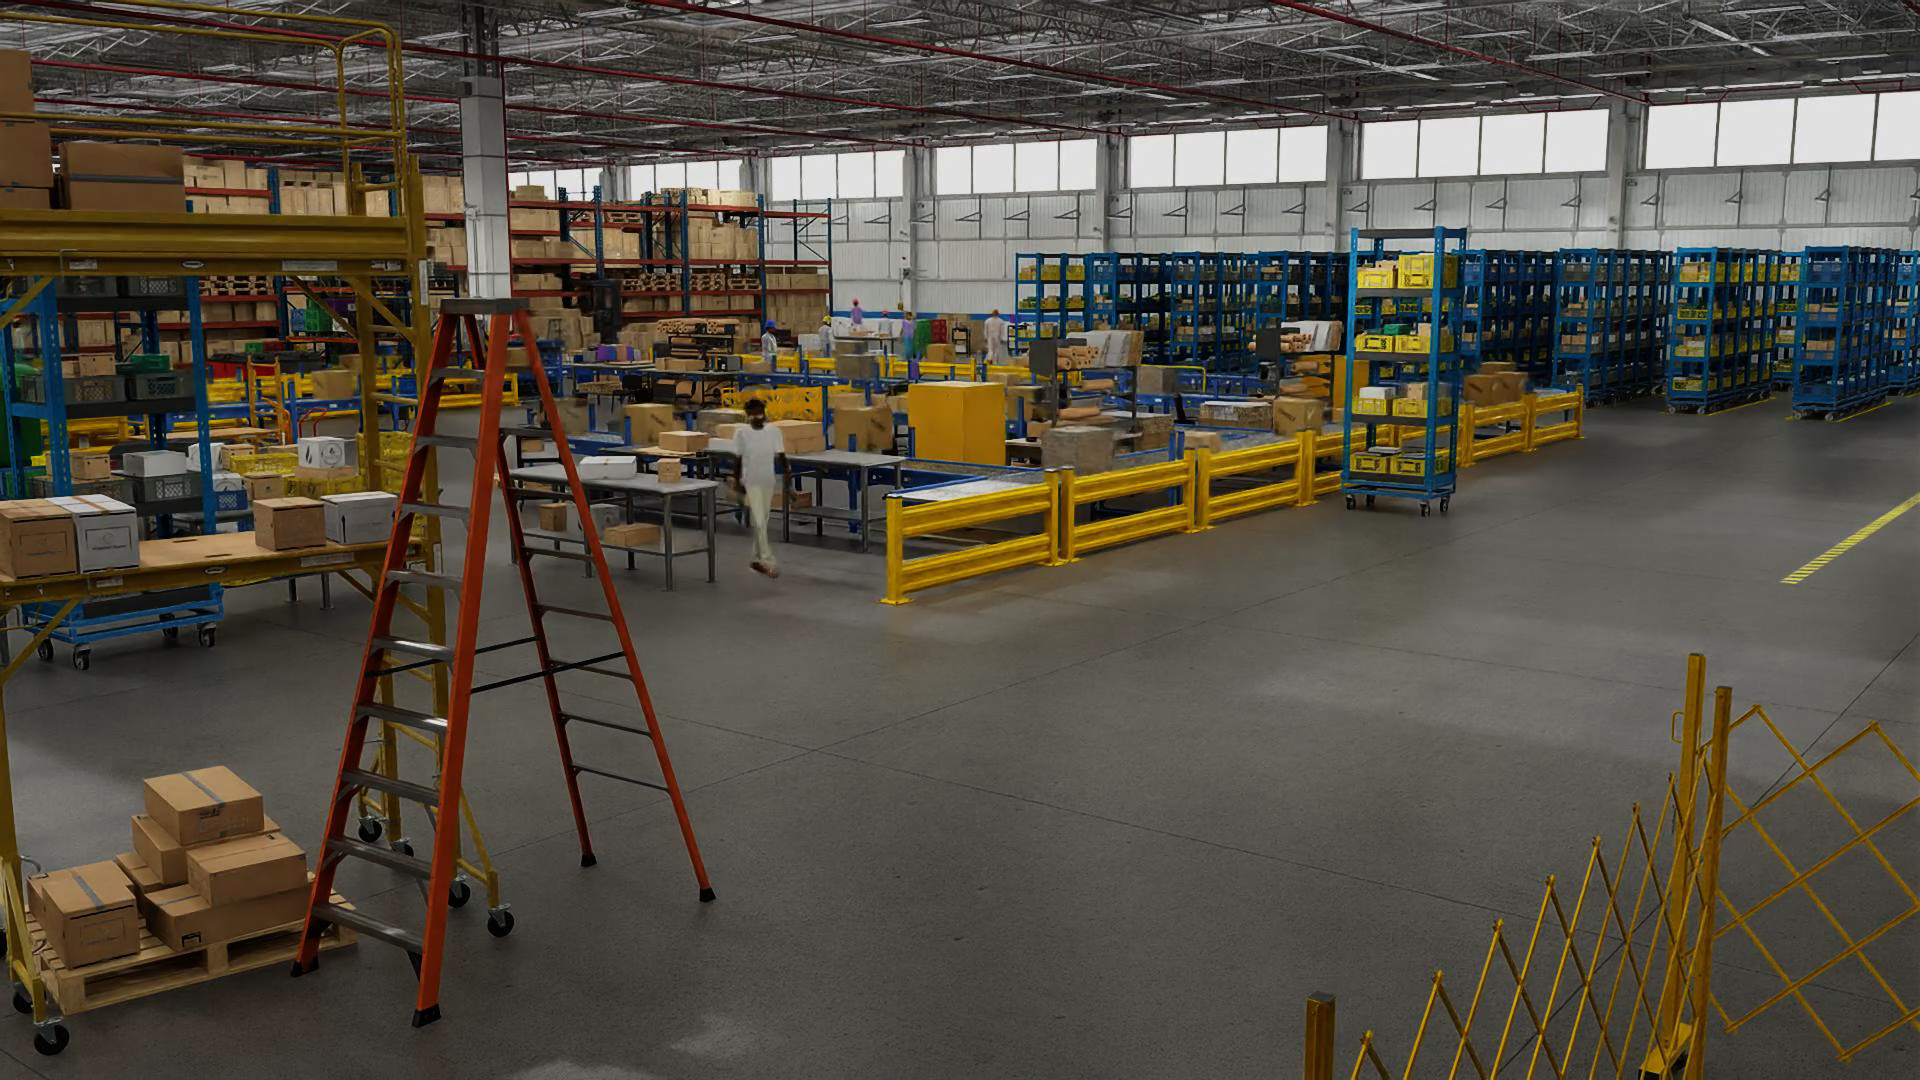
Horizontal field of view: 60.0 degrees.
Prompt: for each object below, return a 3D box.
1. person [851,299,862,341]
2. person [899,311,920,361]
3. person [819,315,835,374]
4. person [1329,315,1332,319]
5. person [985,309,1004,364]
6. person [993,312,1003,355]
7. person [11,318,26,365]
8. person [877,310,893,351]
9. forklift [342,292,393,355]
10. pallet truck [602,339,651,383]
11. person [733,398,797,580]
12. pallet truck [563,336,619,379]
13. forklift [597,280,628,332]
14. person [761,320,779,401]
[{"bbox_3d":[-4.461,-9.501,72.322,0.576,1.916,0.546,9,12,43],"label":"person"},{"bbox_3d":[-1.622,-6.523,54.032,0.713,1.813,0.587,-7,11,-36],"label":"person"},{"bbox_3d":[-3.811,-5.547,47.911,0.404,1.830,0.602,-9,12,-43],"label":"person"},{"bbox_3d":[11.880,-6.383,53.119,0.403,1.837,0.591,3,9,16],"label":"person"},{"bbox_3d":[1.124,-6.610,54.426,0.647,1.883,0.868,1,9,3],"label":"person"},{"bbox_3d":[1.428,-7.694,61.672,0.585,1.709,0.519,-2,9,-10],"label":"person"},{"bbox_3d":[-27.604,-5.639,48.818,0.389,1.736,0.542,-2,9,-15],"label":"person"},{"bbox_3d":[-2.709,-7.404,59.806,0.577,1.728,0.421,-3,10,-17],"label":"person"},{"bbox_3d":[-16.485,-5.622,45.120,1.129,2.768,1.873,7,11,37],"label":"forklift"},{"bbox_3d":[-8.991,-4.871,45.351,0.653,1.274,1.630,7,11,37],"label":"pallet truck"},{"bbox_3d":[-1.936,-0.504,16.506,0.550,1.802,1.003,-5,10,-28],"label":"person"},{"bbox_3d":[-10.690,-5.294,48.215,1.601,1.201,0.680,-5,10,-26],"label":"pallet truck"},{"bbox_3d":[-11.535,-7.191,54.915,1.129,2.768,1.873,7,11,37],"label":"forklift"},{"bbox_3d":[-4.494,-4.229,39.324,0.389,1.949,0.604,2,9,11],"label":"person"}]
